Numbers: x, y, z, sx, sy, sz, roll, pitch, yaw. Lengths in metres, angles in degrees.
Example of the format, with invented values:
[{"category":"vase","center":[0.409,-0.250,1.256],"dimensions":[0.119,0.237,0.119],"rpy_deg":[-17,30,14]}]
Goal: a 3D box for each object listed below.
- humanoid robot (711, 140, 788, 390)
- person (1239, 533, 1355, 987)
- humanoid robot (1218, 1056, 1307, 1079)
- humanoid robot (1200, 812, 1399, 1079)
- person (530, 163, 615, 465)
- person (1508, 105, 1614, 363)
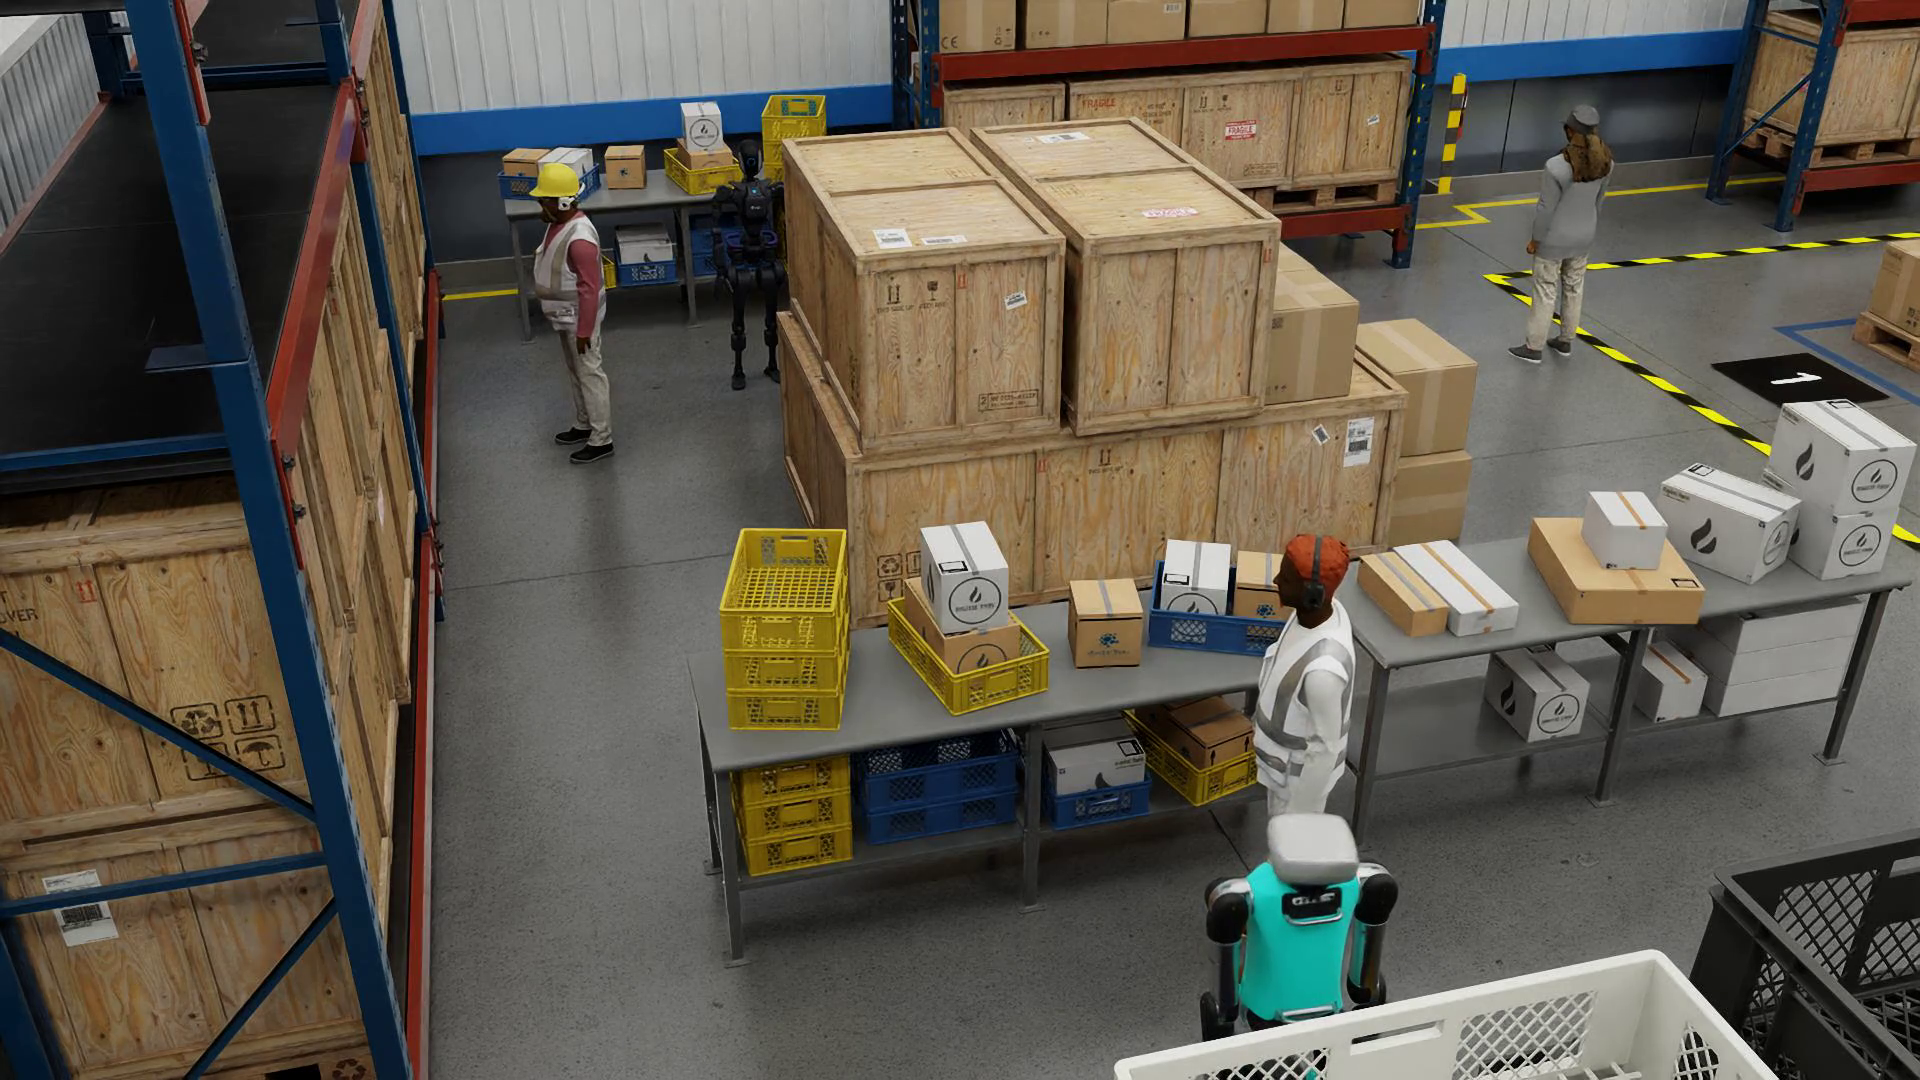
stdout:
[{"category":"humanoid robot","center":[-1.340,-1.808,10.922],"dimensions":[0.599,1.657,0.315],"rpy_deg":[-10,30,-17]},{"category":"person","center":[1.195,0.815,5.962],"dimensions":[0.345,1.882,0.583],"rpy_deg":[3,29,5]},{"category":"humanoid robot","center":[0.648,1.892,4.246],"dimensions":[0.390,1.657,0.589],"rpy_deg":[12,31,21]},{"category":"humanoid robot","center":[0.969,1.602,4.581],"dimensions":[0.530,1.692,0.735],"rpy_deg":[-5,29,-9]},{"category":"person","center":[-2.317,-1.353,9.951],"dimensions":[0.404,1.833,0.589],"rpy_deg":[-14,32,-23]},{"category":"person","center":[4.117,-2.068,11.313],"dimensions":[0.572,1.768,0.397],"rpy_deg":[-13,31,-22]}]
